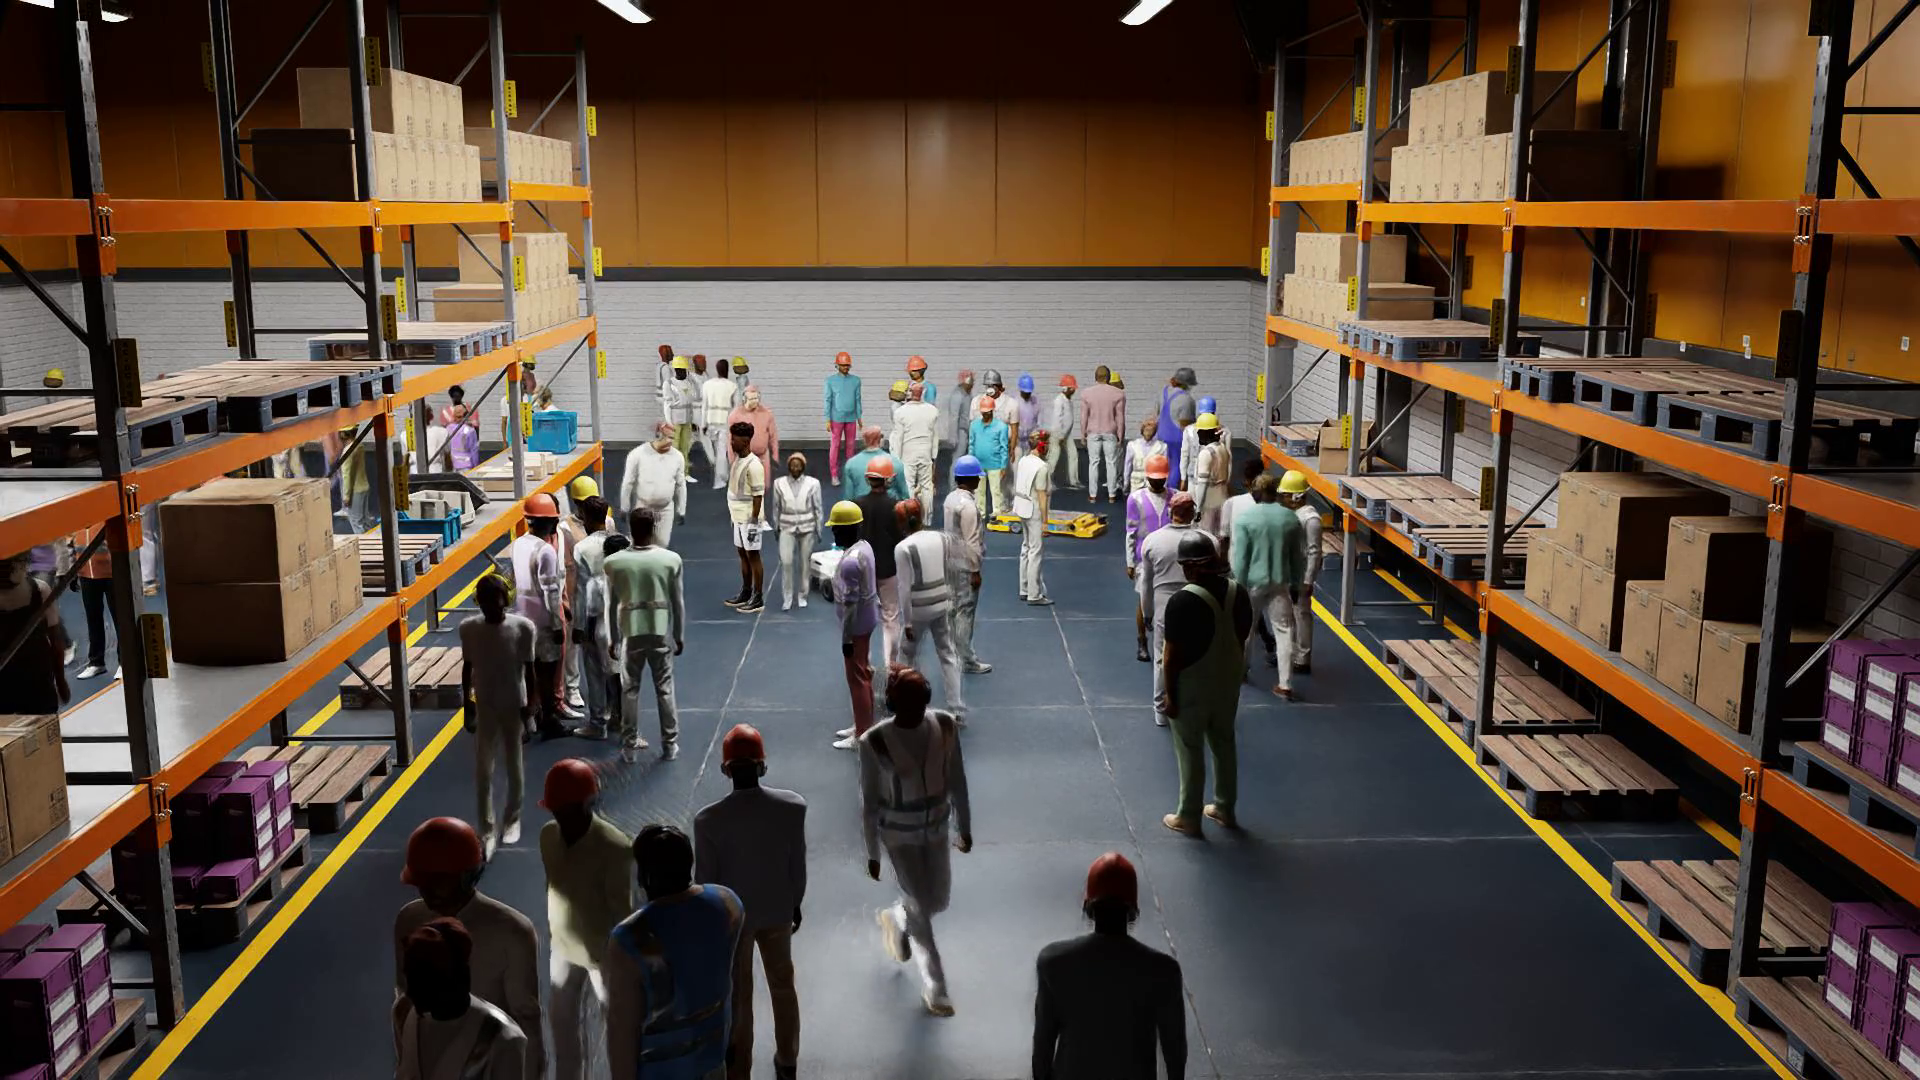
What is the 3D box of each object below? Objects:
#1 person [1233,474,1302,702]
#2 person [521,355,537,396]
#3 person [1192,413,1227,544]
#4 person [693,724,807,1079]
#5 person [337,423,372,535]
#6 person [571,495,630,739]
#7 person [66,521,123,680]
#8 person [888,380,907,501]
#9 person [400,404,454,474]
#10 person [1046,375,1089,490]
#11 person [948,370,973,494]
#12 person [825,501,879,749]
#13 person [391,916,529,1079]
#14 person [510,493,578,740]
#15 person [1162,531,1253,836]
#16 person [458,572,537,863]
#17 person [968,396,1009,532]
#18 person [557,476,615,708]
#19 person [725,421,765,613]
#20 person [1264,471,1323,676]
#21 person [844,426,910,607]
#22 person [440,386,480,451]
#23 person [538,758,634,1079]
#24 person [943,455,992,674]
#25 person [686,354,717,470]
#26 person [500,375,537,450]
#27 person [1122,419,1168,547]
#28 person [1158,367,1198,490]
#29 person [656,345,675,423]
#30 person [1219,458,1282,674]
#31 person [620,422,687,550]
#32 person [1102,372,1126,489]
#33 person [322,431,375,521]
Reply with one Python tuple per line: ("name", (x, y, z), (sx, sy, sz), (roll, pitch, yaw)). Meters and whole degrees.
("person", (2.610, 0.379, 14.203), (0.647, 1.863, 0.990), (-3, 12, -12))
("person", (-7.091, -2.201, 27.392), (0.342, 1.759, 0.530), (2, 11, 8))
("person", (2.686, -0.423, 18.058), (0.386, 1.921, 0.586), (6, 13, 29))
("person", (-0.984, 1.714, 7.770), (0.564, 1.747, 0.339), (-6, 13, -28))
("person", (-6.970, -0.552, 19.111), (0.341, 1.760, 0.525), (0, 11, -1))
("person", (-2.786, 0.598, 12.986), (0.414, 1.906, 0.598), (6, 13, 27))
("person", (-7.520, 0.279, 14.545), (0.586, 1.917, 0.381), (1, 11, 4))
("person", (-0.842, -1.358, 23.198), (0.302, 1.742, 0.486), (0, 11, -2))
("person", (-6.341, -0.731, 19.883), (0.599, 1.809, 0.790), (-3, 12, -14))
("person", (1.556, -1.557, 24.250), (0.778, 1.709, 0.577), (6, 13, 27))
("person", (0.021, -1.426, 23.259), (0.394, 1.888, 0.831), (2, 12, 11))
("person", (-0.827, 0.645, 12.723), (0.392, 1.919, 0.582), (1, 11, 7))
("person", (-1.623, 2.114, 5.457), (0.575, 1.878, 0.352), (7, 13, 33))
("person", (-3.251, 0.594, 12.956), (0.378, 1.927, 0.545), (-10, 15, -41))
("person", (1.580, 0.919, 11.023), (0.691, 2.000, 0.535), (-7, 13, -31))
("person", (-2.933, 1.115, 10.568), (0.491, 1.837, 0.796), (-2, 11, -8))
("person", (0.346, -0.978, 21.288), (0.564, 1.743, 0.352), (6, 13, 28))
("person", (-3.096, 0.415, 13.836), (0.589, 1.927, 0.388), (-11, 15, -43))
("person", (-2.201, -0.244, 17.043), (0.367, 1.966, 0.607), (-6, 13, -28))
("person", (2.953, 0.294, 14.714), (0.403, 1.818, 0.594), (-4, 12, -18))
("person", (-0.878, -0.259, 17.409), (0.655, 1.863, 1.003), (4, 12, 17))
("person", (-7.012, -1.346, 23.367), (0.534, 1.645, 0.869), (-4, 12, -18))
("person", (-1.626, 1.778, 7.521), (0.572, 1.720, 0.783), (6, 13, 29))
("person", (0.045, 0.214, 14.793), (0.384, 1.949, 0.604), (-4, 12, -19))
("person", (-4.136, -2.025, 26.348), (1.017, 1.834, 0.578), (5, 12, 23))
("person", (-6.094, -1.388, 23.083), (0.508, 1.846, 0.345), (-4, 12, -21))
("person", (2.213, -0.637, 19.867), (0.546, 1.619, 0.386), (2, 11, 11))
("person", (3.026, -1.457, 22.938), (0.542, 2.000, 0.747), (-7, 13, -31))
("person", (-4.825, -2.271, 27.412), (0.355, 1.885, 0.573), (-5, 12, -24))
("person", (2.663, 0.218, 14.887), (1.047, 1.893, 0.631), (-10, 15, -42))
("person", (-3.290, -0.345, 17.817), (0.699, 1.862, 0.632), (-7, 13, -31))
("person", (2.263, -1.618, 24.529), (0.322, 1.729, 0.488), (-4, 12, -19))
("person", (-8.250, -1.193, 21.818), (0.908, 1.964, 0.631), (0, 11, 2))
